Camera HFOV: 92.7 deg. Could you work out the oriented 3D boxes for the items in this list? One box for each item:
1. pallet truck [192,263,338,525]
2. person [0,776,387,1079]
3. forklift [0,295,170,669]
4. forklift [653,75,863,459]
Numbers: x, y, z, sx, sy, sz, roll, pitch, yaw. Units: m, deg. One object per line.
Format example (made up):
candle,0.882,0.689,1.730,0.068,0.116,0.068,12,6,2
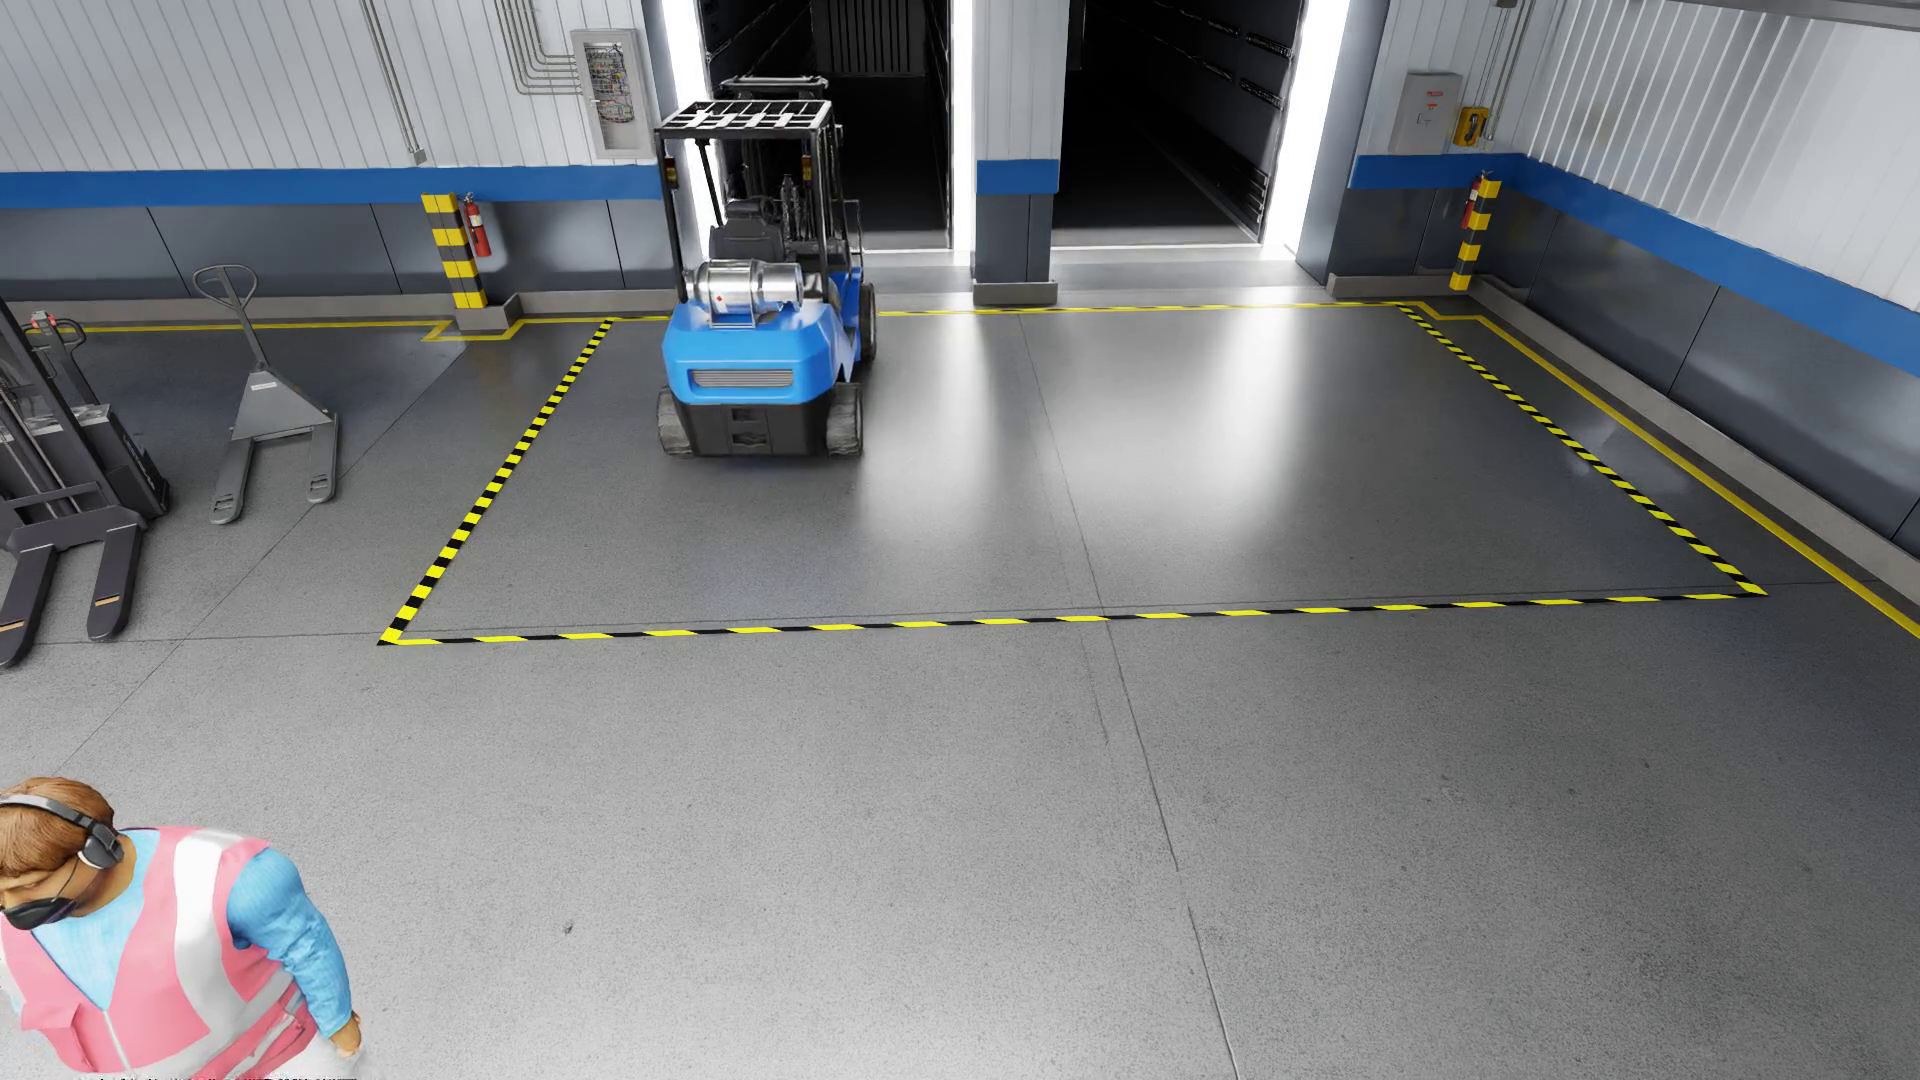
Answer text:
pallet truck,-4.778,-1.027,6.128,0.680,1.201,1.601,-17,38,-23
person,-1.861,1.258,2.317,0.622,1.843,0.431,-8,36,-11
forklift,-5.212,-0.618,4.878,0.823,1.965,1.885,-20,39,-26
forklift,-1.389,-2.081,6.665,1.157,2.036,2.680,0,35,0
